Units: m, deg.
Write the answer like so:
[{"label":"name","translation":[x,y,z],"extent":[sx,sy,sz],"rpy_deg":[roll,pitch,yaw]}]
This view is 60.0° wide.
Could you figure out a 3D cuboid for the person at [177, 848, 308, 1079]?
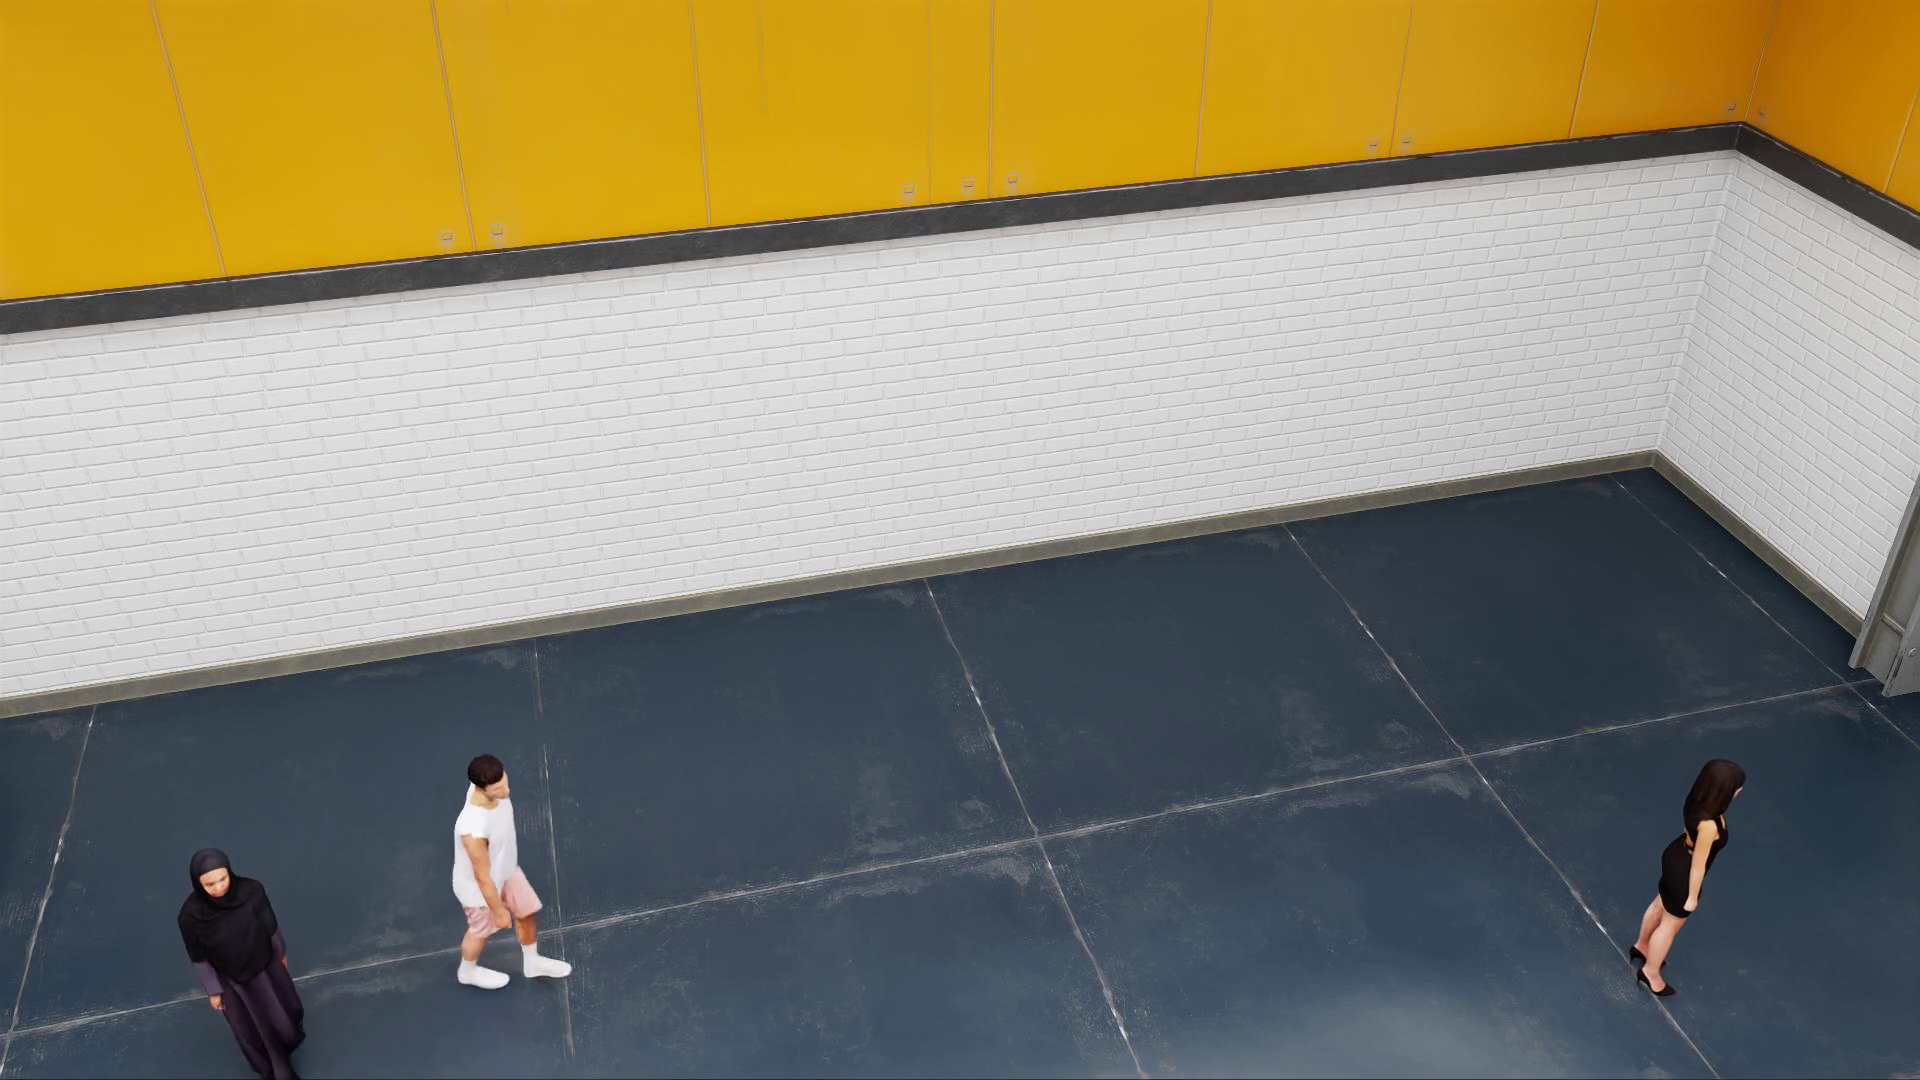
[{"label":"person","translation":[-3.733,2.161,8.611],"extent":[0.727,1.606,0.852],"rpy_deg":[-20,39,-27]}]

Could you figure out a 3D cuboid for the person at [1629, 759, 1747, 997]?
[{"label":"person","translation":[3.941,1.822,9.082],"extent":[0.669,1.648,0.548],"rpy_deg":[6,34,9]}]

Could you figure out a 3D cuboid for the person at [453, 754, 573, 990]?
[{"label":"person","translation":[-2.635,1.809,9.023],"extent":[0.899,1.736,0.927],"rpy_deg":[0,34,0]}]
